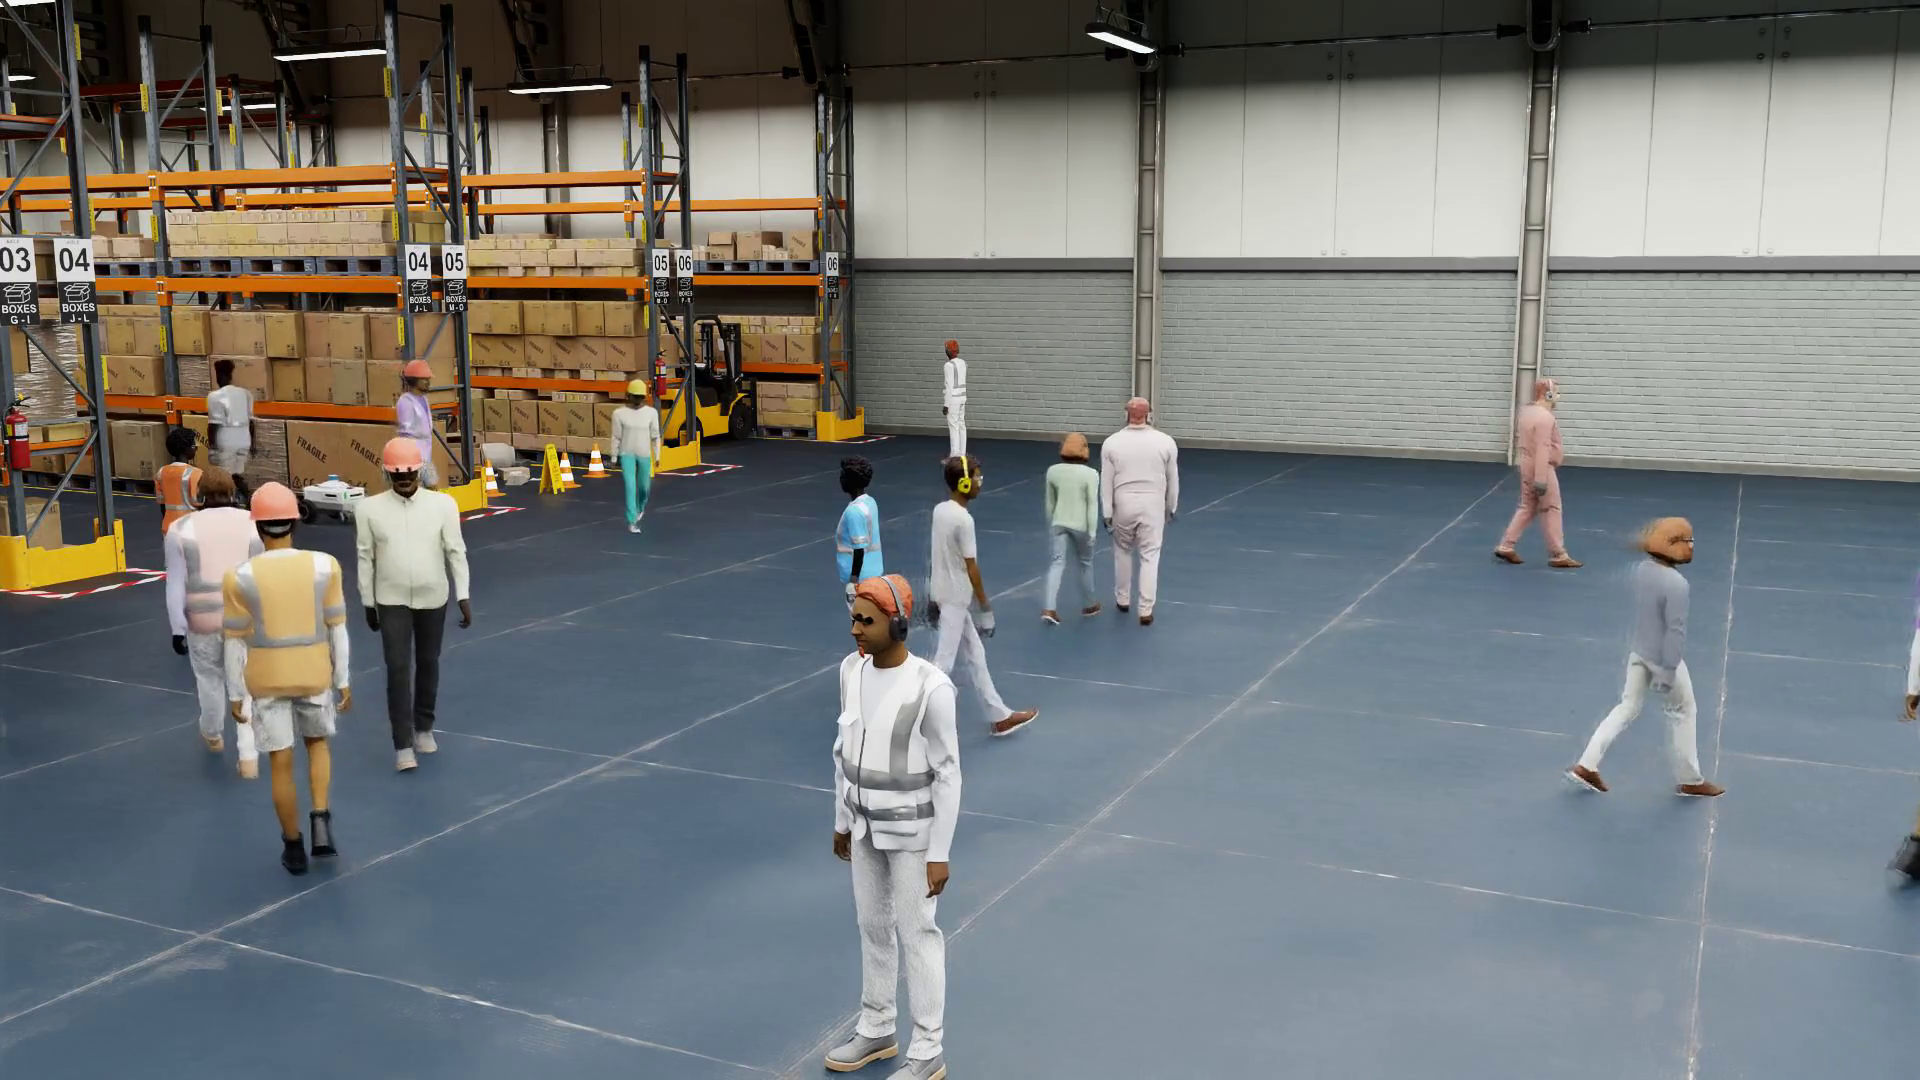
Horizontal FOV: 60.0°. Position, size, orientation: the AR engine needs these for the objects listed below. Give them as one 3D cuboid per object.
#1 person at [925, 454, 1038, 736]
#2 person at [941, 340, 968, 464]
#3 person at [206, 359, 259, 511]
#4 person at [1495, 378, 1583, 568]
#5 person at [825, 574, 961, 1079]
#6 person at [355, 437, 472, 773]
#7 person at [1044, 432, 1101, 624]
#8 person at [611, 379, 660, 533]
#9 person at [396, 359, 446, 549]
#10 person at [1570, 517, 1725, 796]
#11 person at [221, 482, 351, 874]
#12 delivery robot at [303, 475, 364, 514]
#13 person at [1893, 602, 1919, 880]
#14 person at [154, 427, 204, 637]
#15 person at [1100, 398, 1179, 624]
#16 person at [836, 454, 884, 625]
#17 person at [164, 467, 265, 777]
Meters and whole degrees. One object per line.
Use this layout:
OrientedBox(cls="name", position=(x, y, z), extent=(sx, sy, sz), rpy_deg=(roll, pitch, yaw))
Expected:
OrientedBox(cls="person", position=(0.062, 0.383, 10.257), extent=(0.947, 1.818, 0.533), rpy_deg=(-3, 10, -16))
OrientedBox(cls="person", position=(-0.090, -2.081, 25.148), extent=(0.358, 1.885, 0.572), rpy_deg=(5, 10, 27))
OrientedBox(cls="person", position=(-8.247, -1.079, 18.833), extent=(0.442, 1.939, 0.702), rpy_deg=(3, 10, 20))
OrientedBox(cls="person", position=(5.755, -0.663, 16.493), extent=(0.736, 1.895, 0.668), rpy_deg=(1, 9, 4))
OrientedBox(cls="person", position=(-0.246, 1.048, 5.966), extent=(0.337, 1.882, 0.583), rpy_deg=(-9, 13, -44))
OrientedBox(cls="person", position=(-3.227, 0.371, 9.879), extent=(0.622, 1.952, 0.900), rpy_deg=(-4, 10, -24))
OrientedBox(cls="person", position=(0.923, -0.104, 13.918), extent=(0.506, 1.591, 0.844), rpy_deg=(5, 10, 27))
OrientedBox(cls="person", position=(-3.681, -0.971, 18.803), extent=(0.556, 1.738, 0.671), rpy_deg=(-4, 10, -23))
OrientedBox(cls="person", position=(-5.779, -0.885, 17.419), extent=(0.854, 2.025, 0.620), rpy_deg=(1, 9, 4))
OrientedBox(cls="person", position=(3.856, 0.652, 9.253), extent=(0.824, 1.599, 0.498), rpy_deg=(-1, 9, -9))
OrientedBox(cls="person", position=(-3.280, 0.676, 8.109), extent=(0.567, 1.926, 0.400), rpy_deg=(-5, 11, -30))
OrientedBox(cls="delivery robot", position=(-7.272, -0.514, 19.323), extent=(0.707, 0.478, 0.477), rpy_deg=(4, 10, 25))
OrientedBox(cls="person", position=(4.880, 0.707, 8.054), extent=(0.992, 1.895, 0.563), rpy_deg=(-5, 10, -27))
OrientedBox(cls="person", position=(-6.157, -0.049, 13.263), extent=(0.533, 1.697, 0.319), rpy_deg=(5, 10, 26))
OrientedBox(cls="person", position=(1.516, -0.265, 14.073), extent=(0.661, 1.871, 0.923), rpy_deg=(1, 9, 6))
OrientedBox(cls="person", position=(-0.688, 0.259, 11.374), extent=(0.317, 1.695, 0.540), rpy_deg=(1, 9, 6))
OrientedBox(cls="person", position=(-4.349, 0.456, 9.868), extent=(0.657, 1.789, 0.959), rpy_deg=(-5, 11, -29))
